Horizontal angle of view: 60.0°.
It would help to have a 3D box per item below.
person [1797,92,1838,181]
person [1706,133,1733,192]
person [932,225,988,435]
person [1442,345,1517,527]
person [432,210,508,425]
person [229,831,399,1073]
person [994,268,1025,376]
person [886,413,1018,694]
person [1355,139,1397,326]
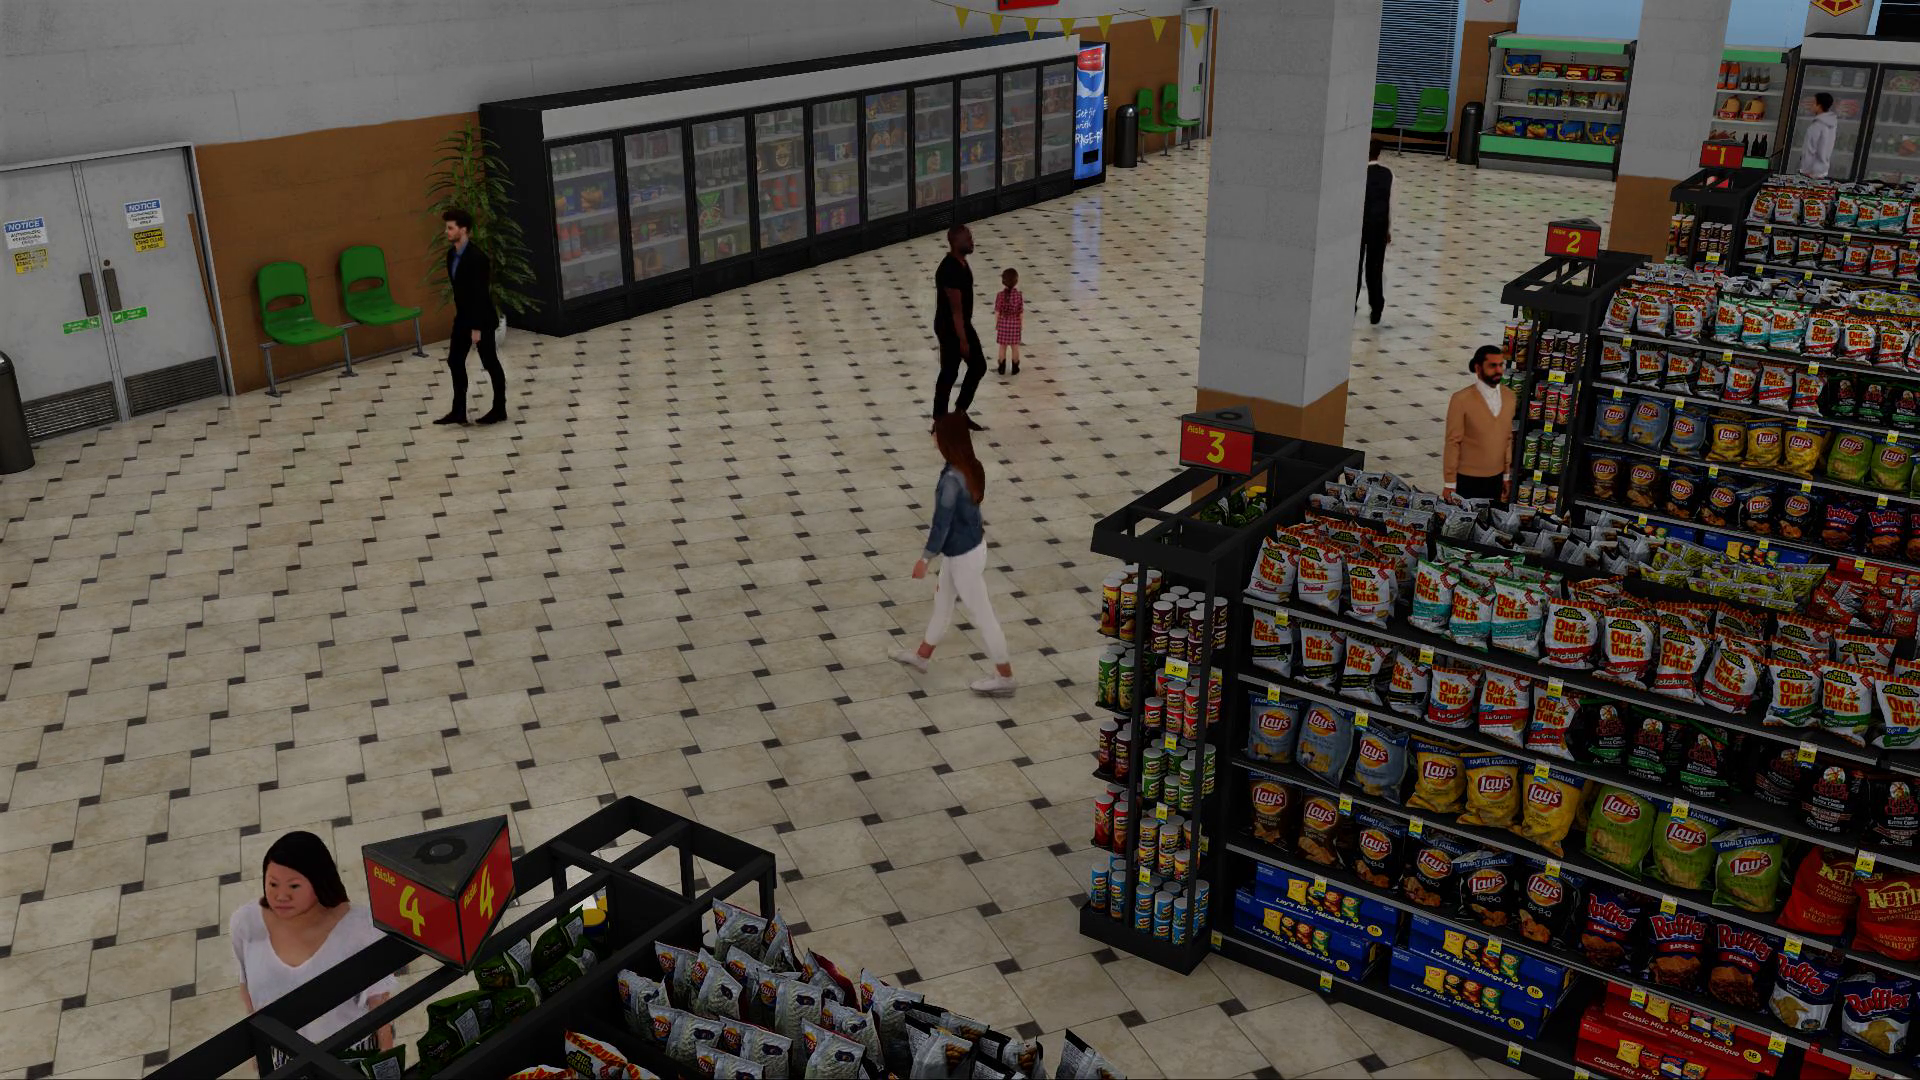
[{"bbox_3d":[10.974,-4.700,21.161,0.941,1.902,1.266,-16,27,-34],"label":"person"},{"bbox_3d":[8.330,-3.605,18.541,0.532,1.825,0.608,12,25,27],"label":"person"},{"bbox_3d":[-0.129,-1.728,13.897,0.789,1.805,0.769,7,23,16],"label":"person"},{"bbox_3d":[3.289,-0.389,10.632,0.762,1.754,0.790,-8,23,-19],"label":"person"},{"bbox_3d":[-4.086,-1.905,14.248,0.863,1.871,0.842,18,28,38],"label":"person"},{"bbox_3d":[-2.119,1.671,5.626,0.917,1.664,0.945,3,22,6],"label":"person"},{"bbox_3d":[0.465,-2.081,15.826,0.475,1.020,0.555,1,22,4],"label":"person"},{"bbox_3d":[0.116,0.118,9.495,1.133,1.662,0.924,3,22,7],"label":"person"},{"bbox_3d":[4.322,-3.207,17.470,1.300,1.885,1.191,2,22,4],"label":"person"}]
